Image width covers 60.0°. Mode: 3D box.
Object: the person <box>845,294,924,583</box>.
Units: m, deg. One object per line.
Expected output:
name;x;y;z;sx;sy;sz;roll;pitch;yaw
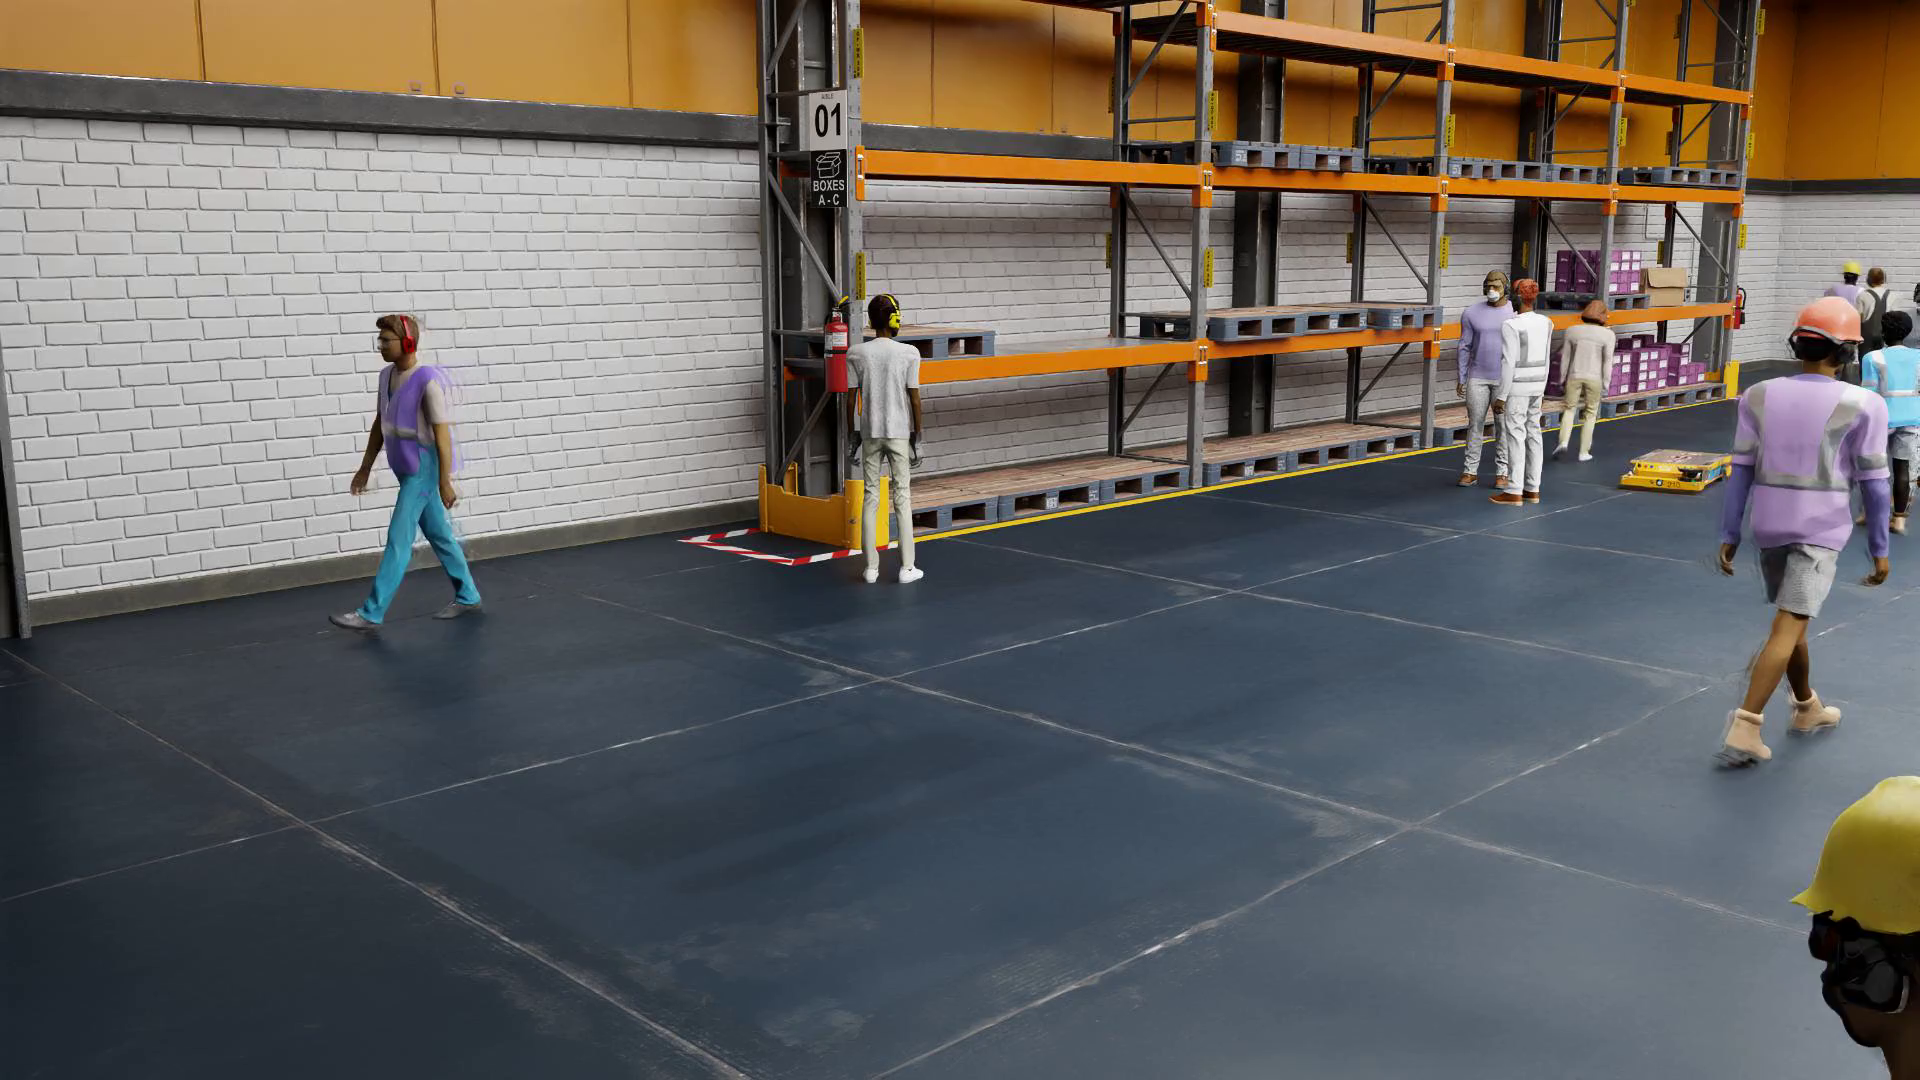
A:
person;-0.489;-0.646;10.751;0.519;1.865;0.335;2;11;9

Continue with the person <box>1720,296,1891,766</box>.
person;3.612;-0.043;7.147;1.059;1.990;0.628;-7;13;-35

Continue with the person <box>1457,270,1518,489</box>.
person;4.723;-1.419;14.762;0.636;1.938;0.354;6;12;28

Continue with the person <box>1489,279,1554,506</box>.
person;4.675;-1.224;13.852;0.574;1.882;0.358;-7;12;-33

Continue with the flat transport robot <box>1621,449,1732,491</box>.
flat transport robot;6.537;-0.649;15.111;0.652;0.197;1.431;7;13;35

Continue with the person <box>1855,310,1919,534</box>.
person;7.031;-0.887;12.567;0.534;1.684;0.432;1;10;4

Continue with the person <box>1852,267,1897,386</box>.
person;11.991;-2.662;21.857;0.531;1.825;0.406;0;10;2

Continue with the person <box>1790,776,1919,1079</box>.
person;1.022;1.108;1.663;0.550;1.693;0.825;-6;12;-29

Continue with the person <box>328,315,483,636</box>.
person;-3.157;-0.370;9.432;0.984;1.796;0.591;-9;14;-40

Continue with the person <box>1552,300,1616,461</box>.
person;6.181;-1.571;16.490;0.525;1.605;0.534;7;12;33

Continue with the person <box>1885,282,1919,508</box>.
person;7.982;-1.223;13.752;0.705;1.911;0.654;-5;12;-26

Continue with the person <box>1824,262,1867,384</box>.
person;12.078;-2.845;22.733;0.612;1.864;1.005;7;13;34
